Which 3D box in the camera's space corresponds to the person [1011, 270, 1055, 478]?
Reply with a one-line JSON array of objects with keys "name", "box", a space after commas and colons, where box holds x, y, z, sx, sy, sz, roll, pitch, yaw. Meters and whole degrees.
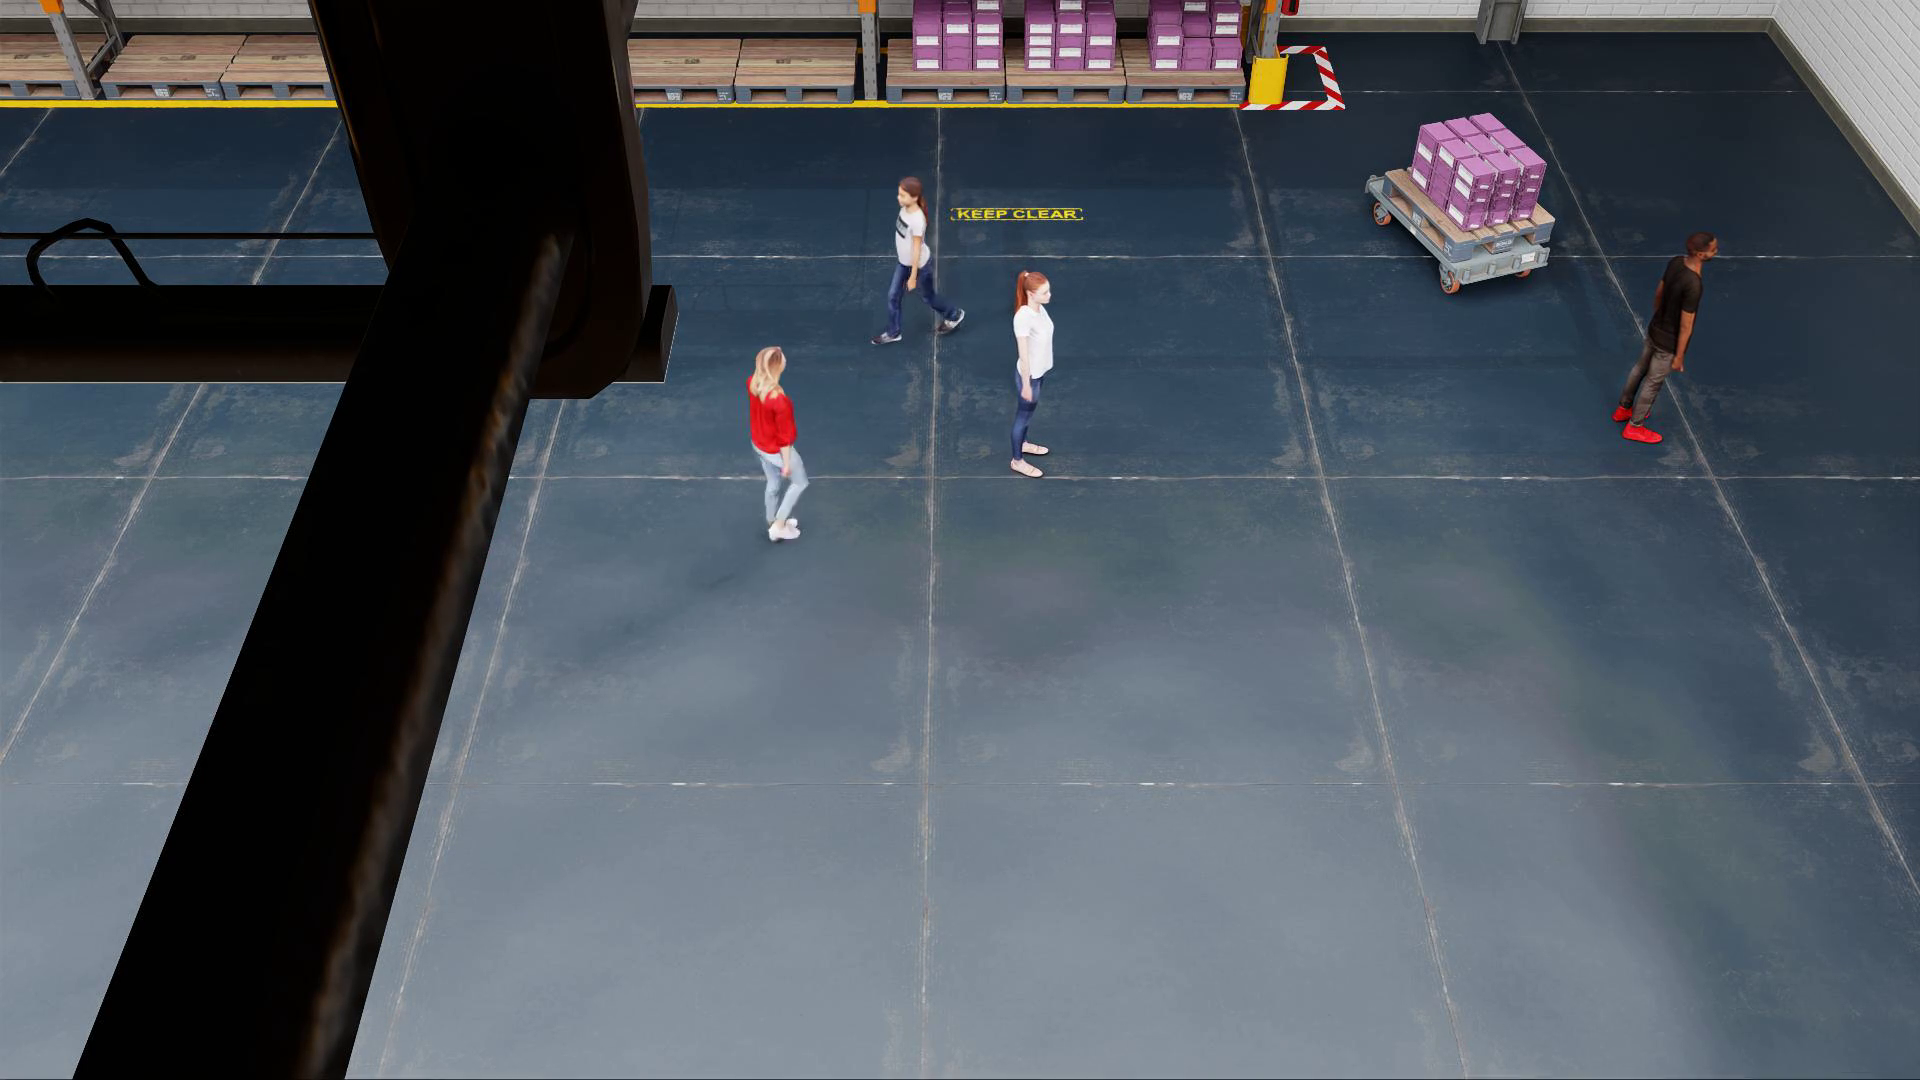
[{"name": "person", "box": [0.512, -1.252, 12.319, 0.602, 1.739, 0.621, 10, 44, 10]}]

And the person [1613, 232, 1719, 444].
[{"name": "person", "box": [5.346, -1.556, 12.591, 0.522, 1.804, 0.655, -2, 44, -2]}]

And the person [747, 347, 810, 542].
[{"name": "person", "box": [-1.365, -0.618, 11.685, 0.718, 1.695, 0.779, 35, 53, 31]}]

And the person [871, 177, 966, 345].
[{"name": "person", "box": [-0.300, -2.265, 13.533, 1.114, 1.531, 0.840, -18, 47, -18]}]
